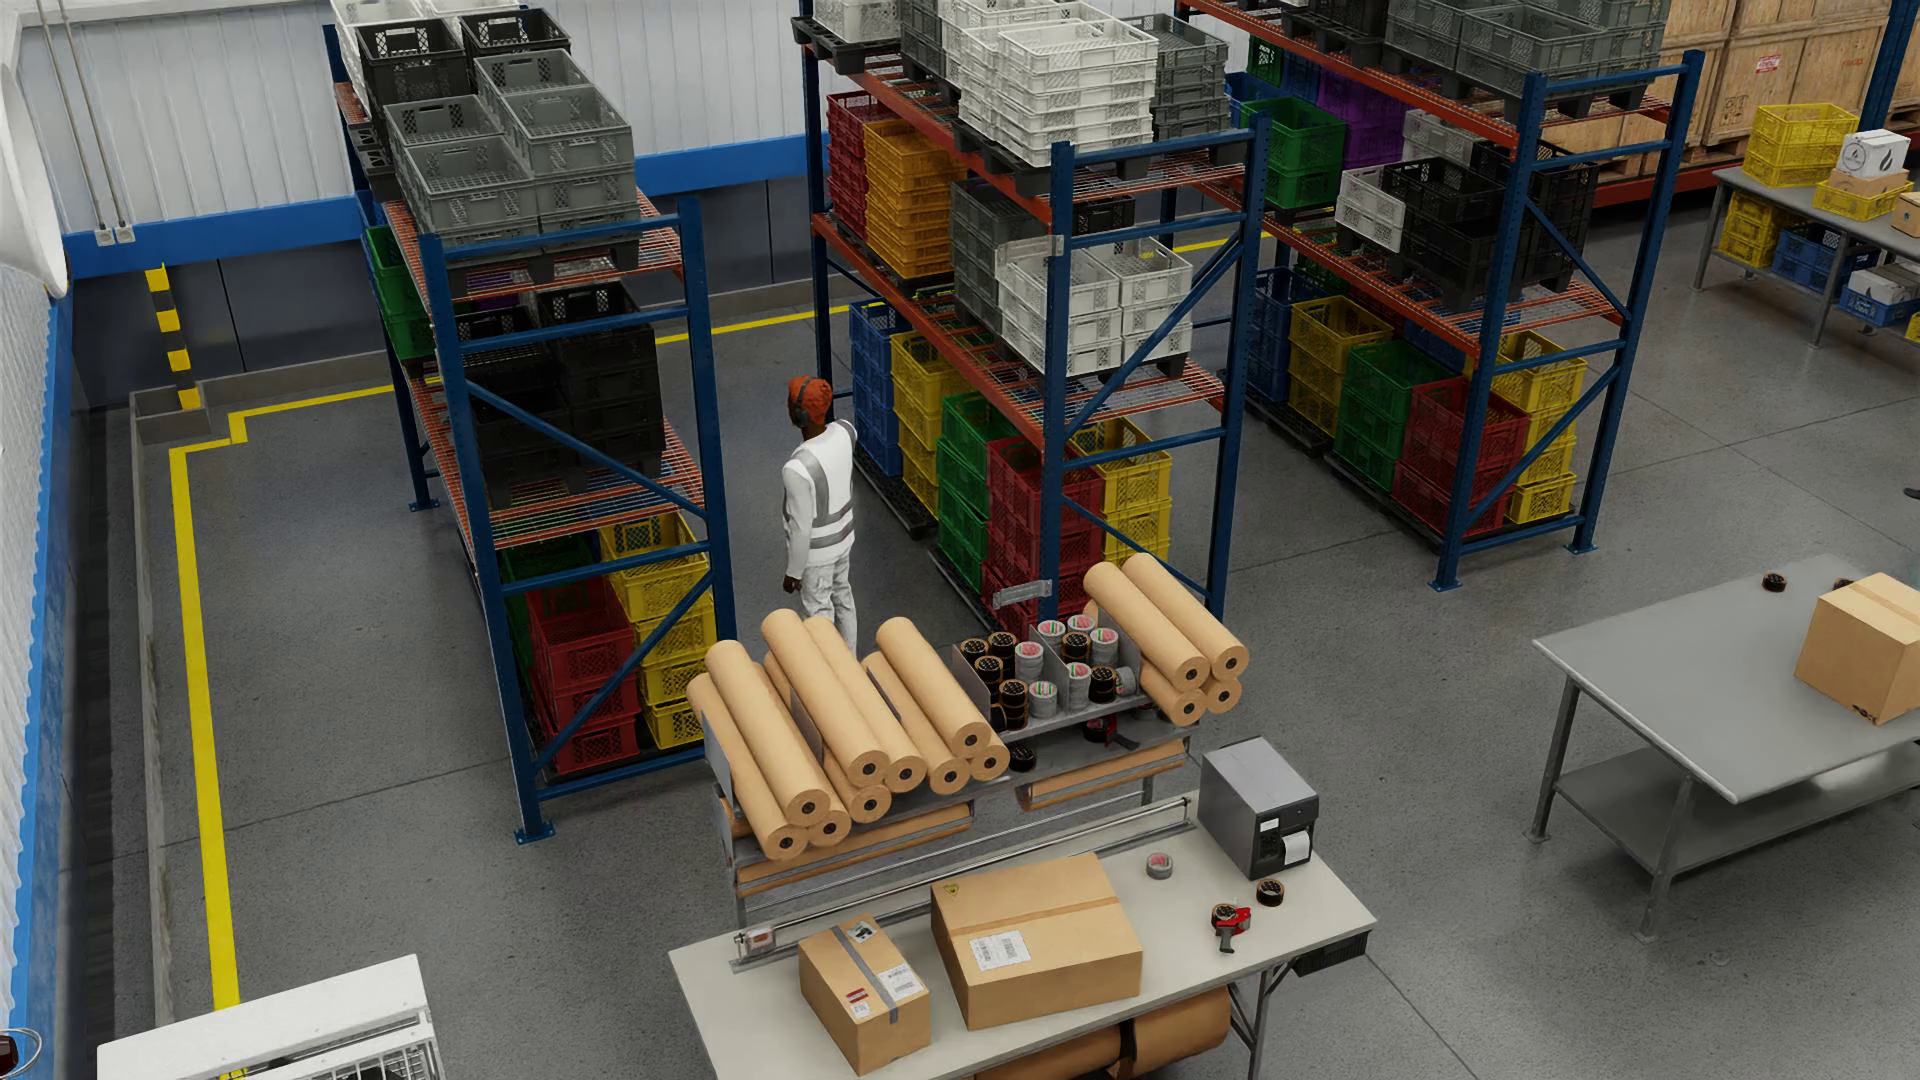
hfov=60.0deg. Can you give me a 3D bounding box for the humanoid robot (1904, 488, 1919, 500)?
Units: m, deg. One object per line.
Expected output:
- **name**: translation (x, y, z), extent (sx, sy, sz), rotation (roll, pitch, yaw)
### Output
- **humanoid robot**: translation (6.258, -1.016, 10.282), extent (0.594, 1.649, 0.364), rotation (-13, 34, -21)

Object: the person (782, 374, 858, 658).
- **person**: translation (-0.716, 0.028, 8.387), extent (0.356, 1.882, 0.574), rotation (13, 34, 20)
